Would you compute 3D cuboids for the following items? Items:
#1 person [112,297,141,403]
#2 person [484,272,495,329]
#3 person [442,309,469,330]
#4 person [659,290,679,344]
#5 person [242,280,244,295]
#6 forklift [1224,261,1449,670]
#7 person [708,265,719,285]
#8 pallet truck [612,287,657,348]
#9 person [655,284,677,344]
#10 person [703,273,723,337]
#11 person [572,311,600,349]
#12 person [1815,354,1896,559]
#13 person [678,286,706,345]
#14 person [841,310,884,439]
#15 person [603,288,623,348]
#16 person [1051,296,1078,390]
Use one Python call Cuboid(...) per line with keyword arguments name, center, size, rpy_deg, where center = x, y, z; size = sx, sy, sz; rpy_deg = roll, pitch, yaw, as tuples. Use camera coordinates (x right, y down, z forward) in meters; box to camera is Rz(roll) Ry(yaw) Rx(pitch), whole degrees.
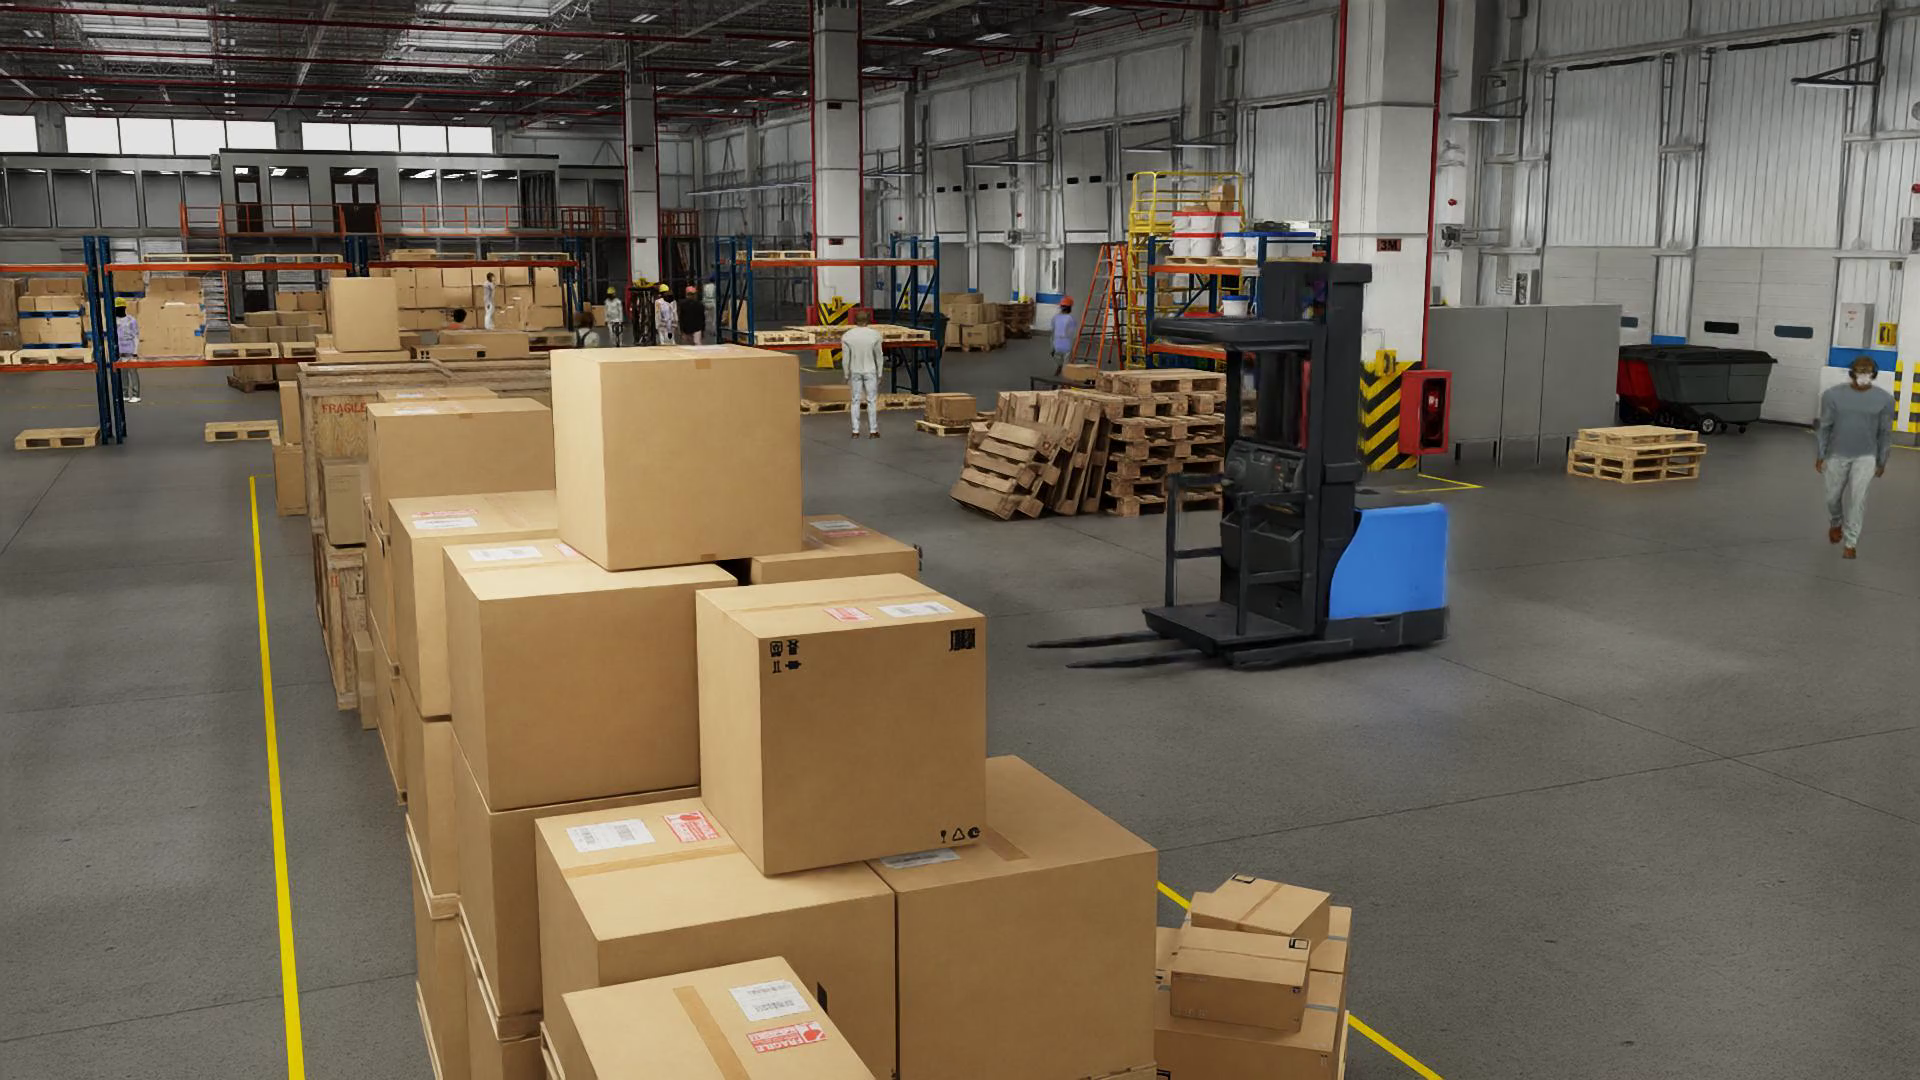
Cuboid(name="person", center=(-15.300, -3.475, 30.463), size=(0.584, 1.928, 0.372), rpy_deg=(4, 11, 19))
Cuboid(name="person", center=(-14.949, -7.542, 52.890), size=(0.379, 1.931, 0.625), rpy_deg=(0, 10, -2))
Cuboid(name="person", center=(-9.674, -3.574, 31.777), size=(0.626, 1.666, 0.316), rpy_deg=(0, 10, -2))
Cuboid(name="person", center=(-6.531, -4.680, 37.345), size=(0.429, 1.844, 0.627), rpy_deg=(-3, 11, -14))
Cuboid(name="person", center=(-31.810, -11.316, 73.962), size=(0.510, 1.828, 0.998), rpy_deg=(-8, 13, -36))
Cuboid(name="forklift", center=(2.528, -0.614, 12.067), size=(1.873, 2.768, 1.129), rpy_deg=(-4, 11, -23))
Cuboid(name="person", center=(-11.091, -11.649, 75.452), size=(0.616, 1.955, 0.955), rpy_deg=(3, 11, 18))
Cuboid(name="pallet truck", center=(-6.464, -4.406, 35.401), size=(0.823, 1.965, 1.885), rpy_deg=(6, 12, 32))
Cuboid(name="person", center=(-6.973, -5.083, 39.369), size=(0.582, 1.919, 0.396), rpy_deg=(-9, 13, -39))
Cuboid(name="person", center=(-7.538, -7.205, 51.022), size=(0.641, 1.924, 0.594), rpy_deg=(4, 11, 22))
Cuboid(name="person", center=(-5.977, -2.757, 26.772), size=(0.546, 1.829, 0.403), rpy_deg=(5, 11, 25))
Cuboid(name="person", center=(8.451, -0.802, 15.734), size=(0.641, 1.926, 0.614), rpy_deg=(6, 12, 29))
Cuboid(name="person", center=(-5.960, -4.695, 37.148), size=(0.618, 1.953, 1.033), rpy_deg=(-4, 11, -20))
Cuboid(name="person", center=(-1.455, -2.479, 24.953), size=(0.630, 1.938, 0.372), rpy_deg=(1, 10, 6))
Cuboid(name="person", center=(-9.141, -5.803, 43.901), size=(0.486, 1.706, 0.540), rpy_deg=(4, 11, 19))
Cuboid(name="person", center=(1.969, -3.604, 31.187), size=(0.565, 1.920, 0.418), rpy_deg=(7, 13, 36))
